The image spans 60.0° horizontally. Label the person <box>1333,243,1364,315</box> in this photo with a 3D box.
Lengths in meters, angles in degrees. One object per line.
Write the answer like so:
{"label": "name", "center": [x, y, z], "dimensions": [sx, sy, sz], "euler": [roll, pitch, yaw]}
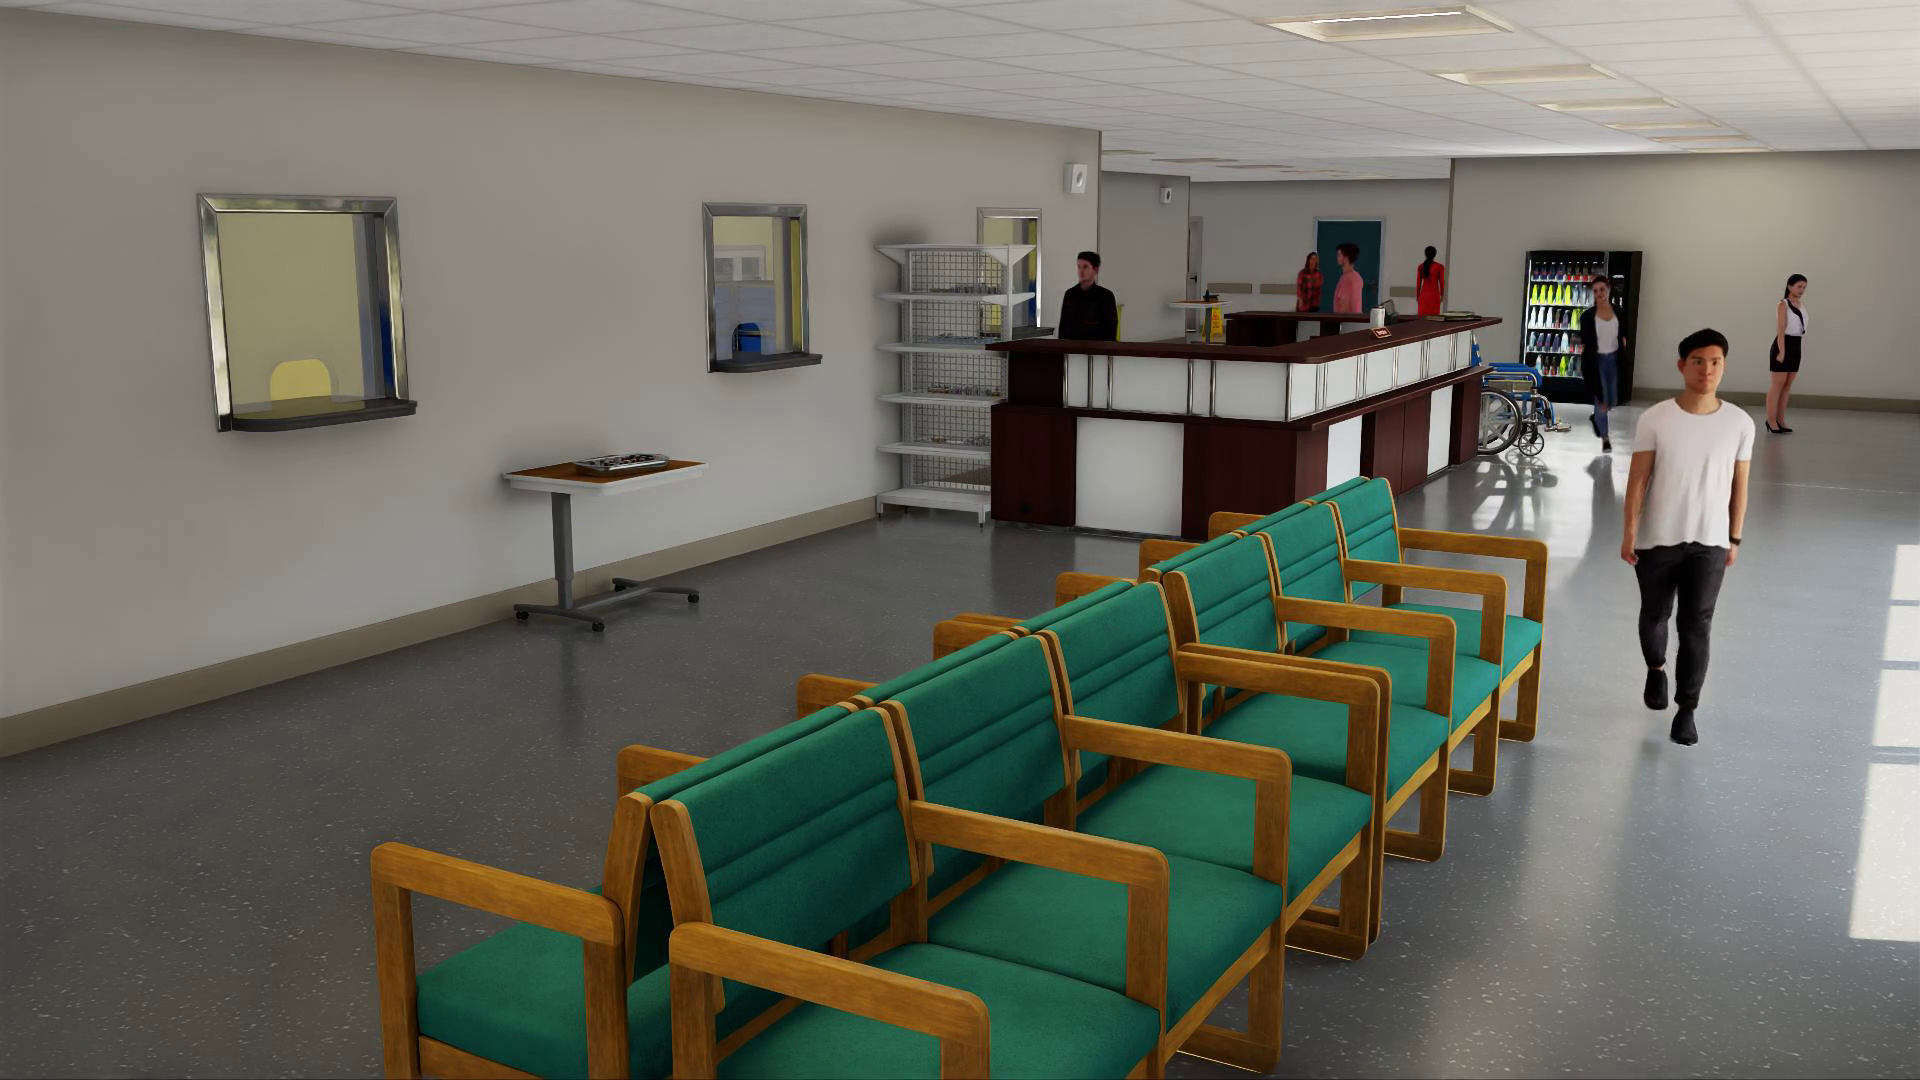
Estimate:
{"label": "person", "center": [4.321, -2.257, 18.177], "dimensions": [0.669, 1.952, 0.677], "euler": [5, 12, 24]}

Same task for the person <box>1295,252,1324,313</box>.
{"label": "person", "center": [5.793, -3.934, 27.767], "dimensions": [1.104, 1.671, 1.037], "euler": [0, 11, -2]}

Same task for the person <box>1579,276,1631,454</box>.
{"label": "person", "center": [6.077, -1.661, 15.815], "dimensions": [0.938, 1.662, 0.919], "euler": [0, 11, 0]}

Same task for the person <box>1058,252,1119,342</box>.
{"label": "person", "center": [1.078, -1.500, 14.258], "dimensions": [0.523, 1.925, 0.743], "euler": [6, 12, 28]}

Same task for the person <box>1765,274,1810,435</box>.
{"label": "person", "center": [8.618, -1.945, 17.343], "dimensions": [0.628, 1.651, 0.633], "euler": [-8, 13, -35]}

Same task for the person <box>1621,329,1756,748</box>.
{"label": "person", "center": [3.050, -0.026, 7.059], "dimensions": [1.076, 1.683, 0.812], "euler": [4, 11, 20]}

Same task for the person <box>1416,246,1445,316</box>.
{"label": "person", "center": [8.040, -4.132, 28.508], "dimensions": [0.585, 1.785, 0.714], "euler": [4, 12, 22]}
